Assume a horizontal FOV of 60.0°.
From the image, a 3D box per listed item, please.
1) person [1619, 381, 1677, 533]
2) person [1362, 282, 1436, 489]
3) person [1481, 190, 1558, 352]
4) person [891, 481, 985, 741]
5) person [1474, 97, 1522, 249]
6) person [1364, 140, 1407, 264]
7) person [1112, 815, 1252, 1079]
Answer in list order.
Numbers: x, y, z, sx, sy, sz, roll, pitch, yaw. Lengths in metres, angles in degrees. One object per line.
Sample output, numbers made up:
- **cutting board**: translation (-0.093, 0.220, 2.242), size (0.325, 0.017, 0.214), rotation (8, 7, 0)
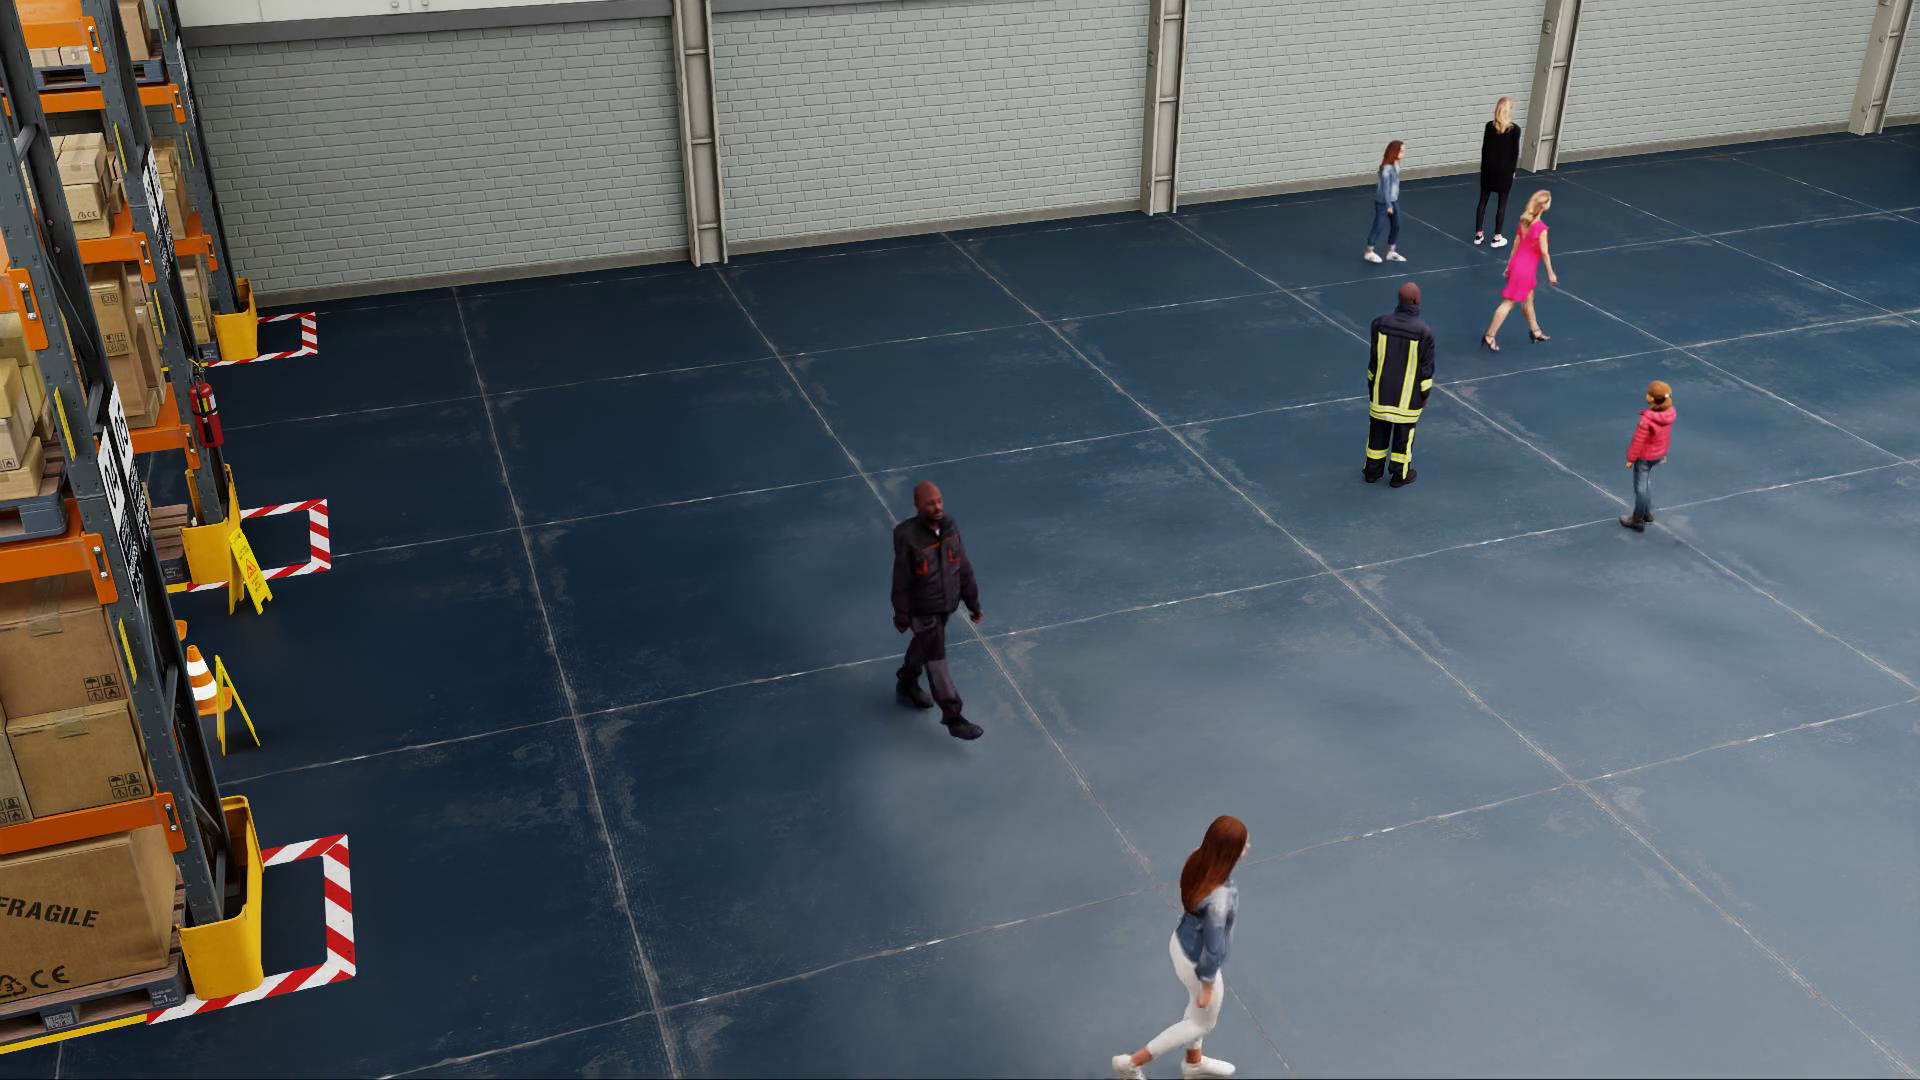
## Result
- **person**: translation (5.687, -0.659, 13.604), size (0.490, 1.310, 0.623), rotation (-15, 31, -26)
- **person**: translation (3.784, -1.346, 14.349), size (0.865, 1.822, 0.889), rotation (18, 33, 30)
- **person**: translation (5.688, -2.739, 17.107), size (1.053, 1.688, 0.766), rotation (-1, 28, -2)
- **person**: translation (-0.258, 0.394, 11.117), size (1.102, 1.790, 1.229), rotation (24, 36, 38)
- **person**: translation (6.541, -4.481, 20.259), size (0.677, 1.801, 0.682), rotation (21, 35, 34)
- **person**: translation (4.988, -4.011, 19.738), size (0.794, 1.460, 0.758), rotation (22, 35, 35)
- **person**: translation (1.074, 2.052, 8.118), size (0.974, 1.680, 0.785), rotation (-4, 28, -7)
